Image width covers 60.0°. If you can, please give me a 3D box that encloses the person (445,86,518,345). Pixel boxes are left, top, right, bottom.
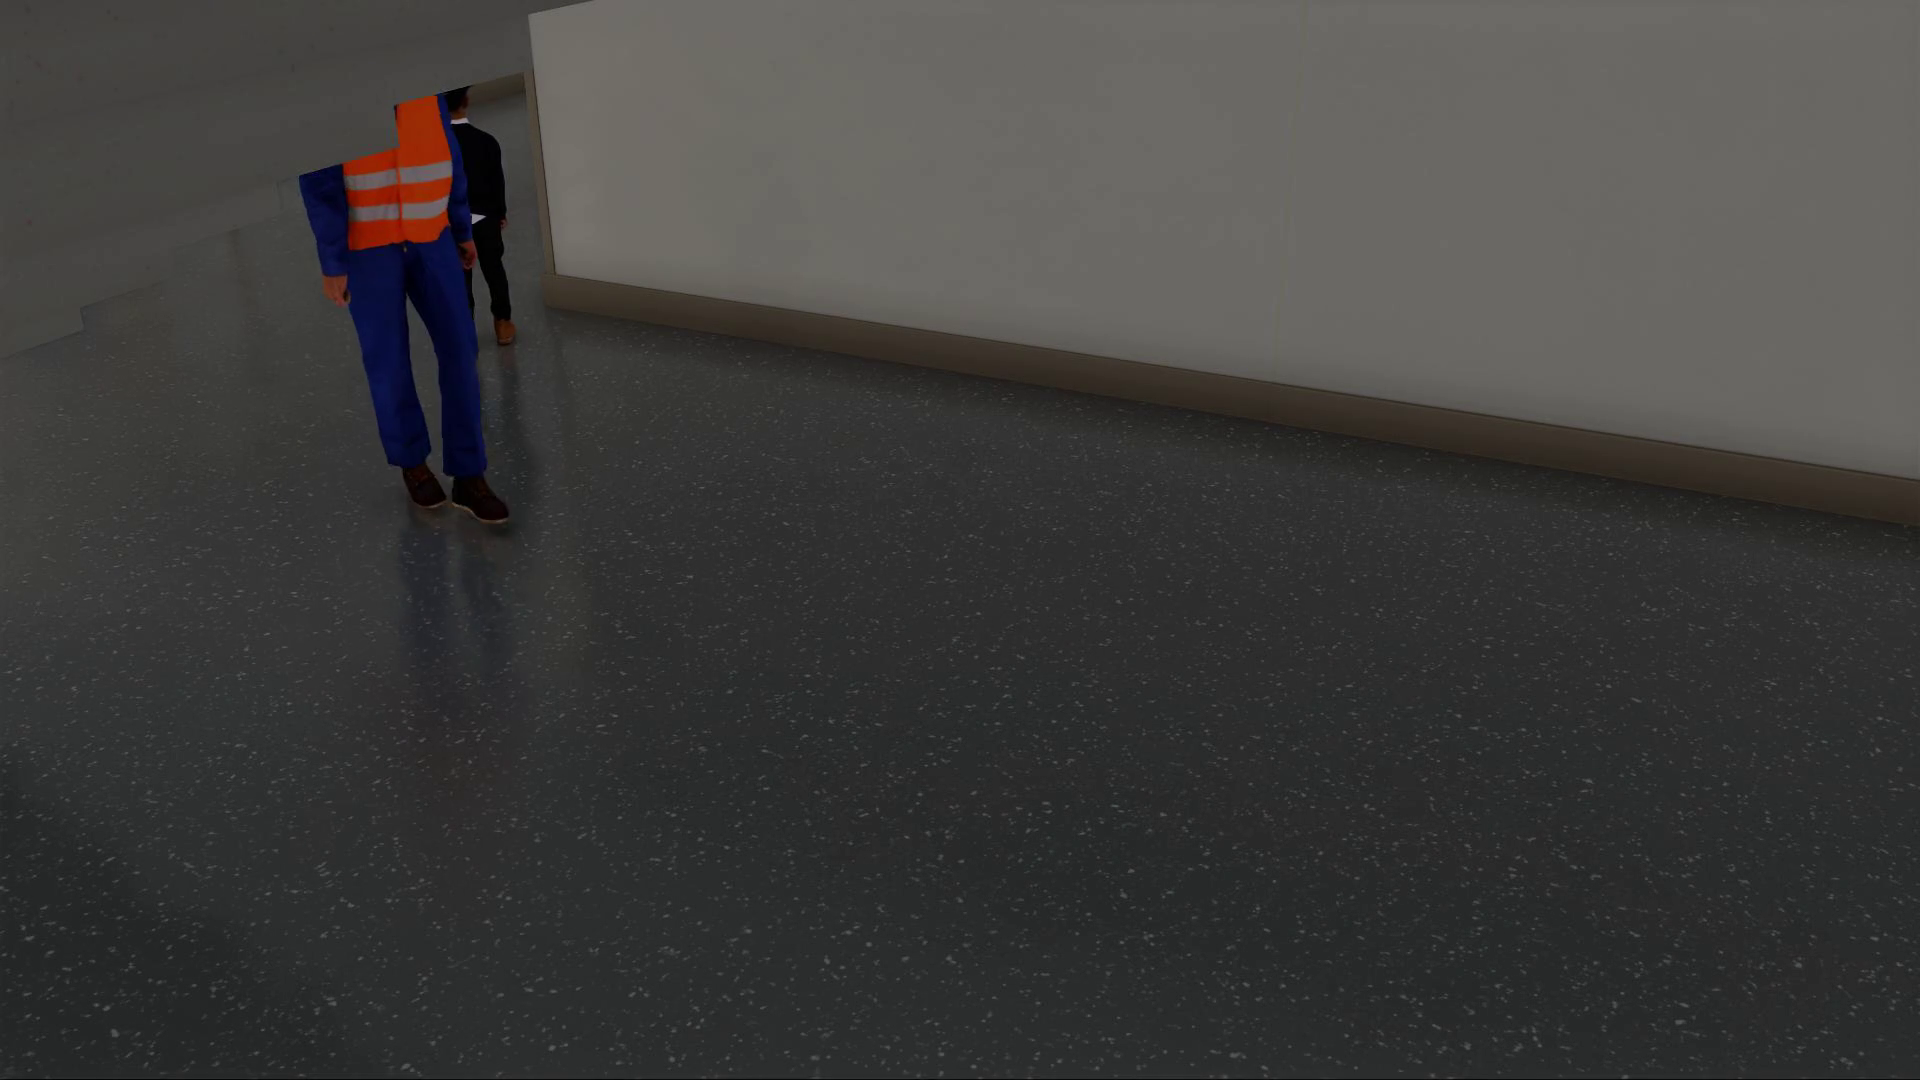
[{"bbox_3d":[-2.125,-1.433,7.146,0.570,1.223,0.632,-9,27,-17],"label":"person"}]

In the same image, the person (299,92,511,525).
[{"bbox_3d":[-1.882,-0.967,5.467,0.928,1.842,1.005,-18,31,-32],"label":"person"}]
